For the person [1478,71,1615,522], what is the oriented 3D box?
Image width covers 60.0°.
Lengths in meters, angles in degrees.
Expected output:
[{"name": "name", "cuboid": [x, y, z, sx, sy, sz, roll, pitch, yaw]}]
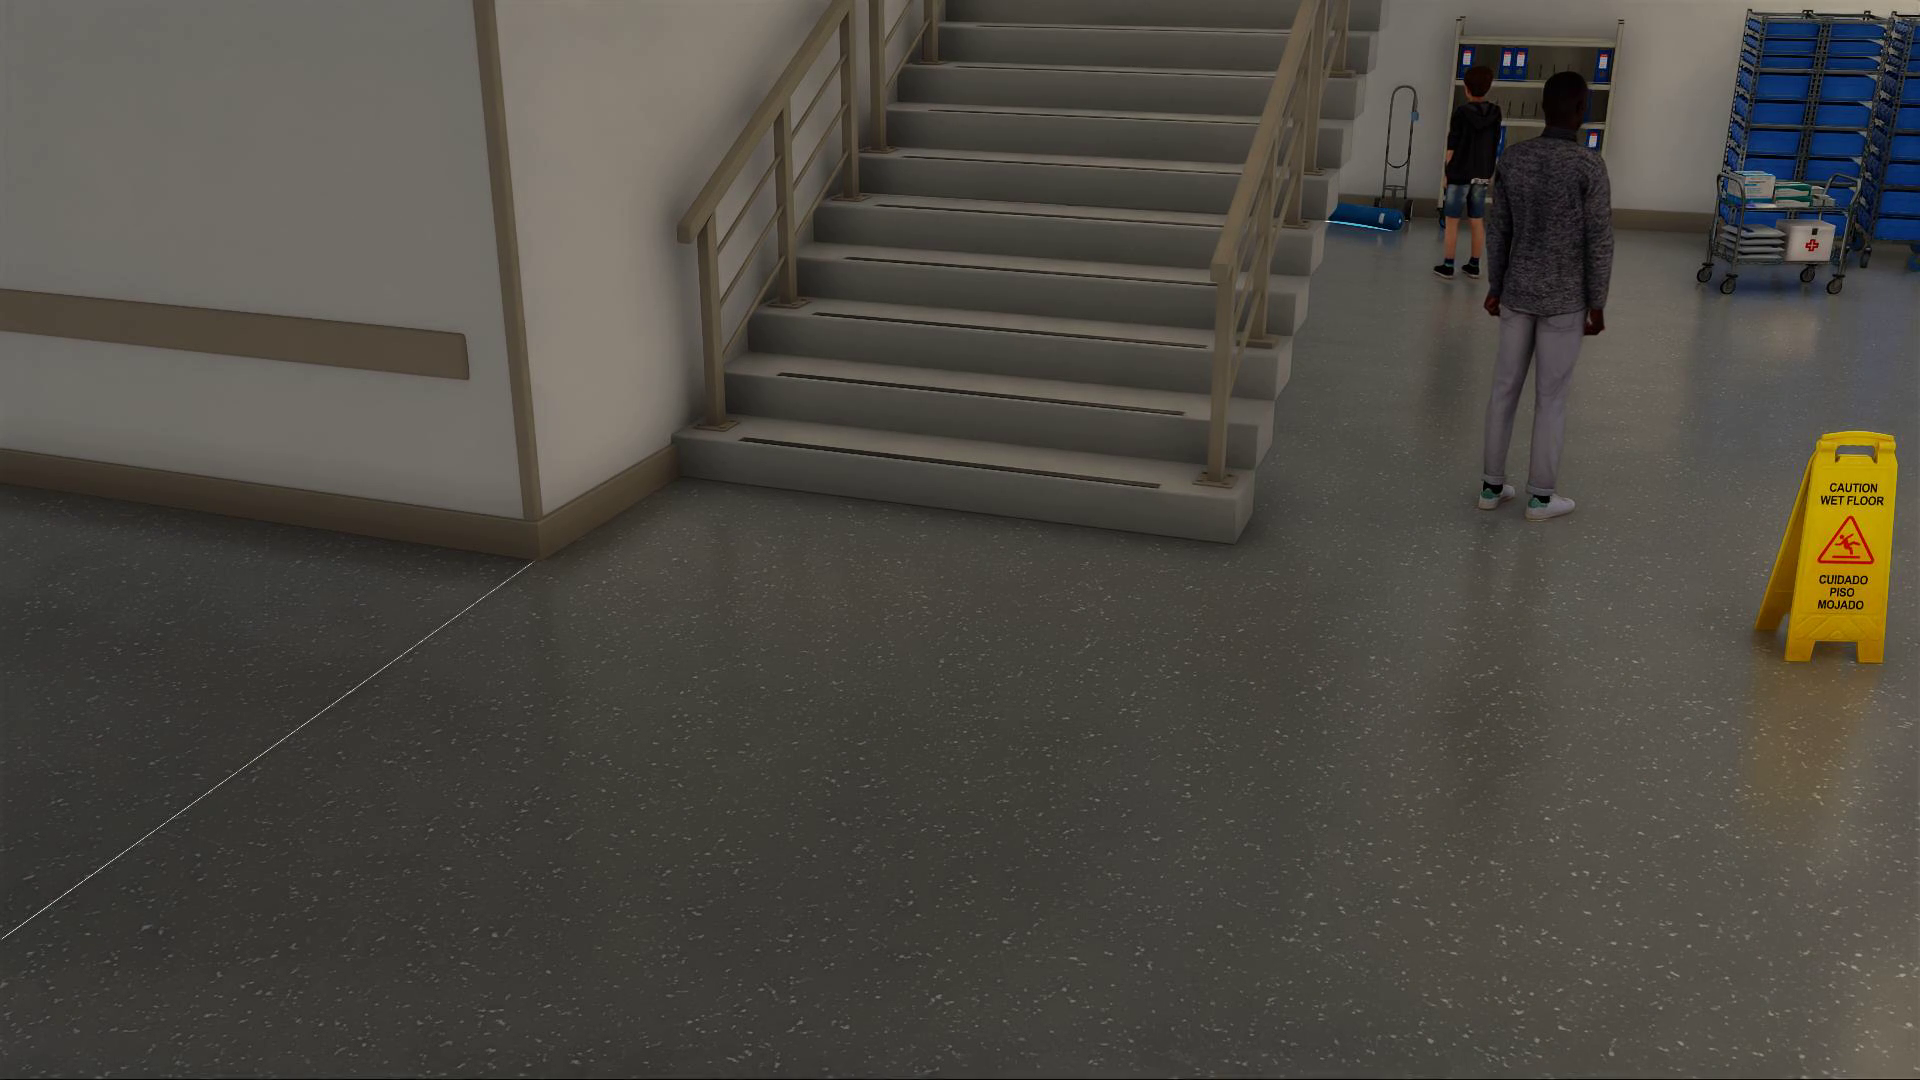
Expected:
[{"name": "person", "cuboid": [2.419, -1.004, 6.926, 0.720, 1.838, 0.759, -19, 28, -40]}]

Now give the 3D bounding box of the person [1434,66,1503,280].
[{"name": "person", "cuboid": [3.538, -2.554, 11.573, 0.615, 1.446, 0.647, -4, 21, -10]}]
